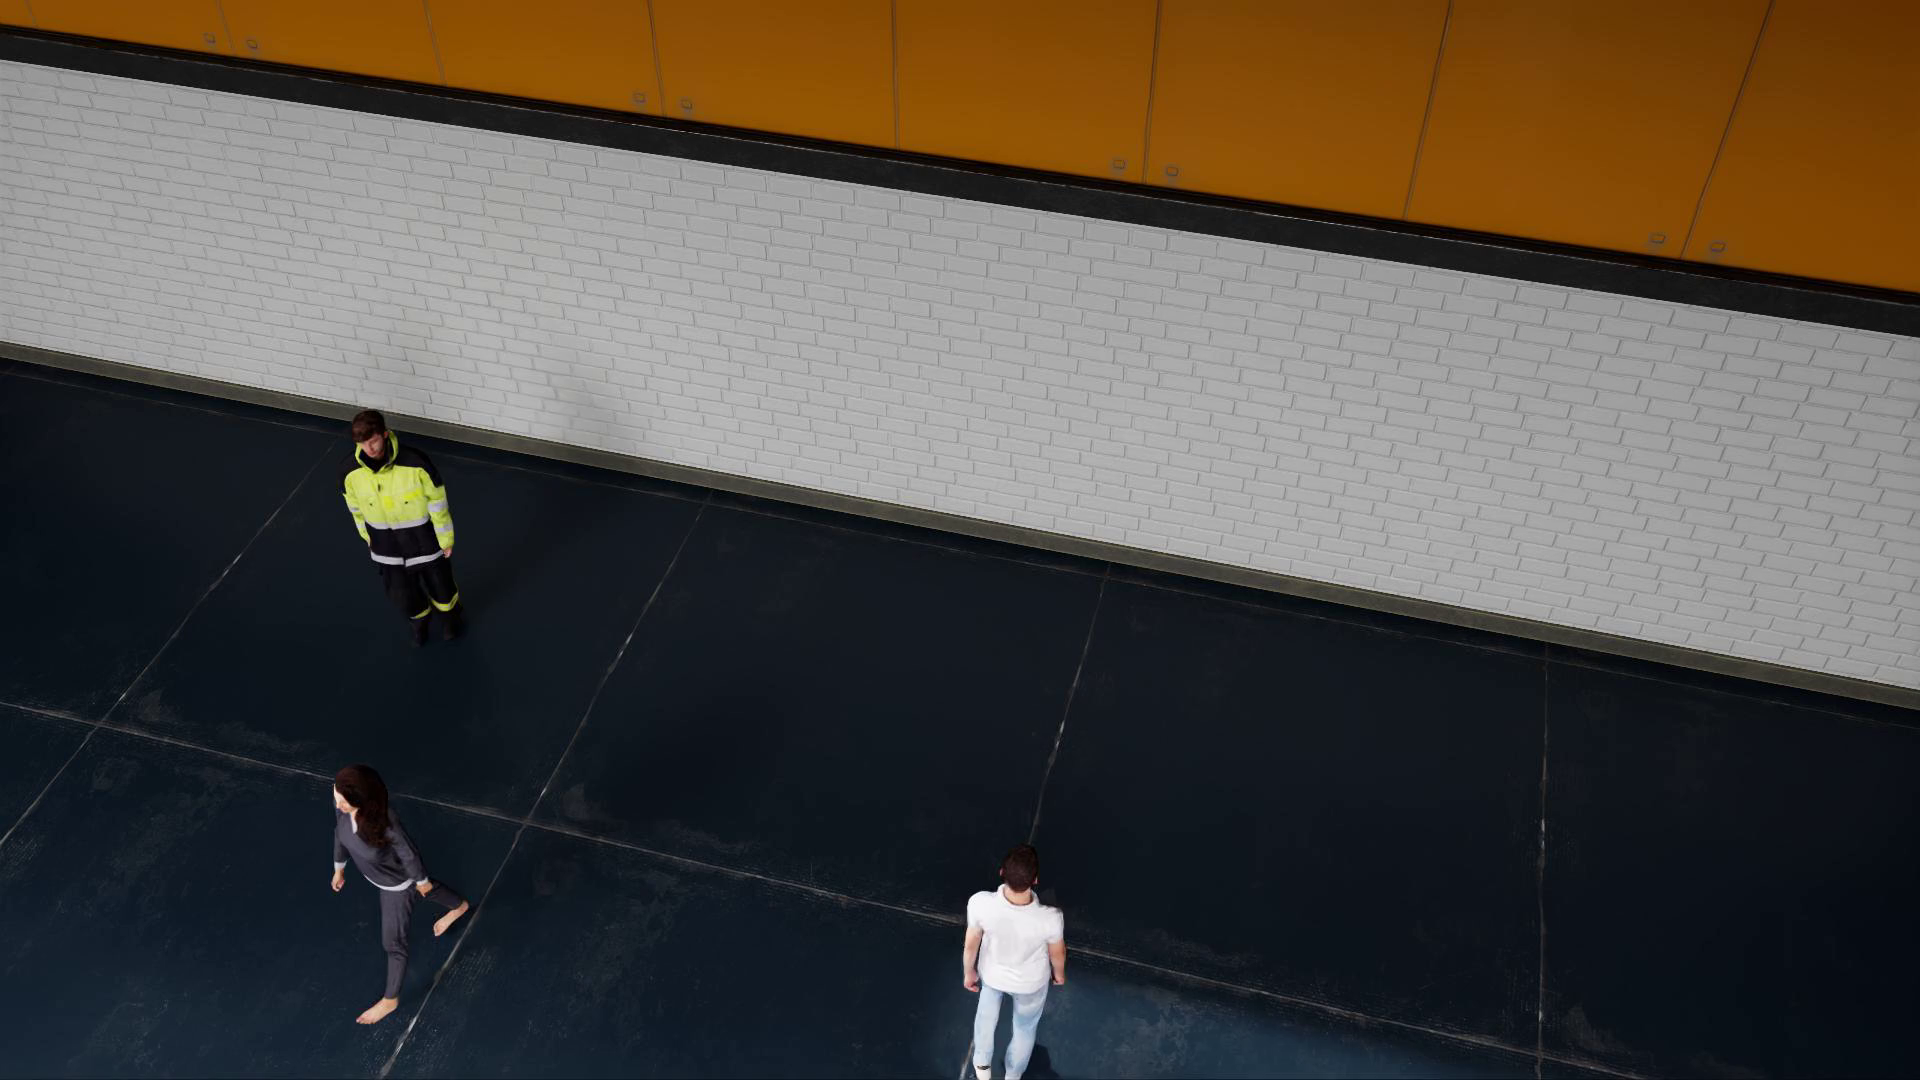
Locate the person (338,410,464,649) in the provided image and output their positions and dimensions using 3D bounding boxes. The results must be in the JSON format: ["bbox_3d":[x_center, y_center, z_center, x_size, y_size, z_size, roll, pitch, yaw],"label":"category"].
[{"bbox_3d":[-3.541,-0.142,10.682,0.909,1.959,0.906,-10,45,-10],"label":"person"}]

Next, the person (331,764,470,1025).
[{"bbox_3d":[-2.989,1.716,8.907,0.914,1.717,1.212,27,50,26],"label":"person"}]

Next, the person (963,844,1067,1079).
[{"bbox_3d":[0.248,2.228,8.281,0.647,1.840,0.656,12,45,12],"label":"person"}]
